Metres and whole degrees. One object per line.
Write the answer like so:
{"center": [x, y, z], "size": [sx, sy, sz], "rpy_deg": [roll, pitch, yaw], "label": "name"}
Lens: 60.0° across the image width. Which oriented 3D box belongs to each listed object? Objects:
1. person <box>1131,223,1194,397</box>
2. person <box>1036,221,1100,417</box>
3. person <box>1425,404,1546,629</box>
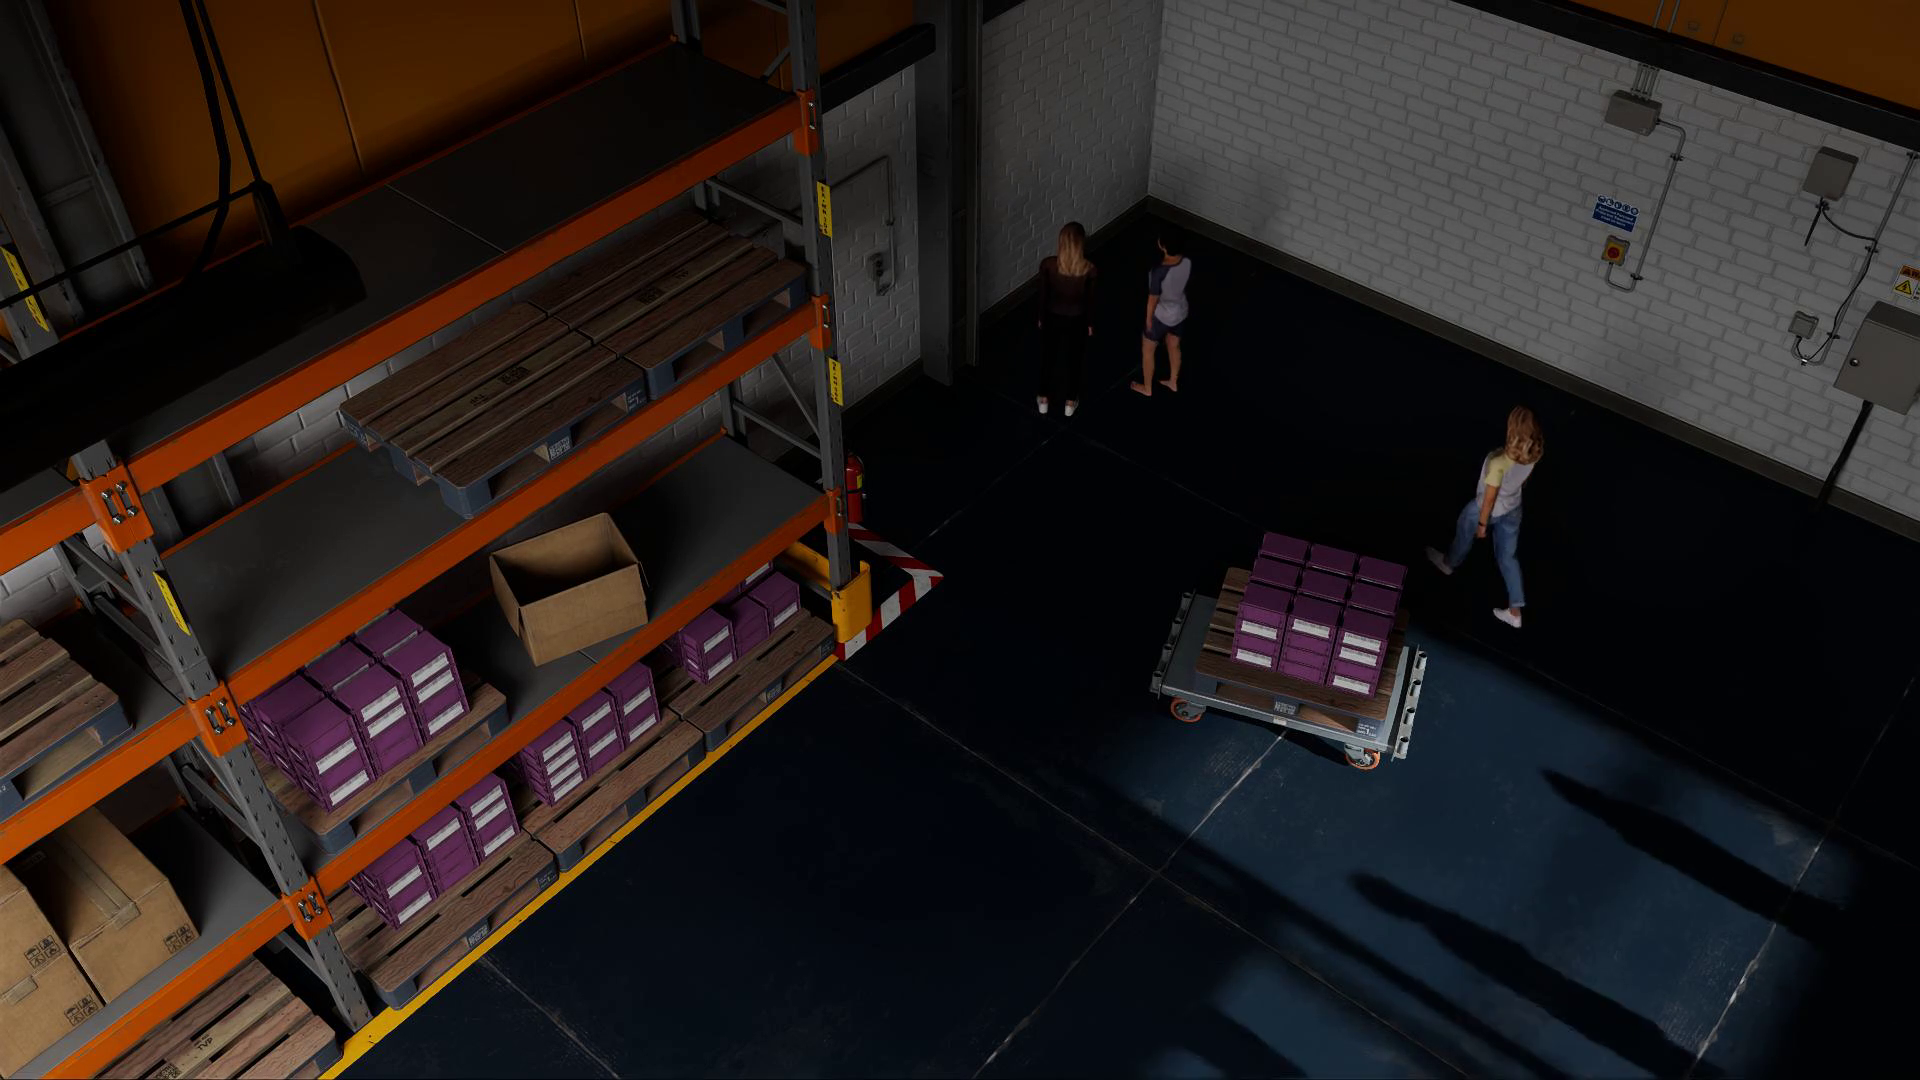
{"center": [1.642, -1.779, 12.926], "size": [0.572, 1.561, 0.685], "rpy_deg": [-27, 50, -26], "label": "person"}
{"center": [0.811, -1.666, 12.706], "size": [0.673, 1.701, 0.686], "rpy_deg": [4, 44, 4], "label": "person"}
{"center": [3.662, -0.139, 11.119], "size": [1.200, 1.679, 0.987], "rpy_deg": [-22, 48, -21], "label": "person"}
